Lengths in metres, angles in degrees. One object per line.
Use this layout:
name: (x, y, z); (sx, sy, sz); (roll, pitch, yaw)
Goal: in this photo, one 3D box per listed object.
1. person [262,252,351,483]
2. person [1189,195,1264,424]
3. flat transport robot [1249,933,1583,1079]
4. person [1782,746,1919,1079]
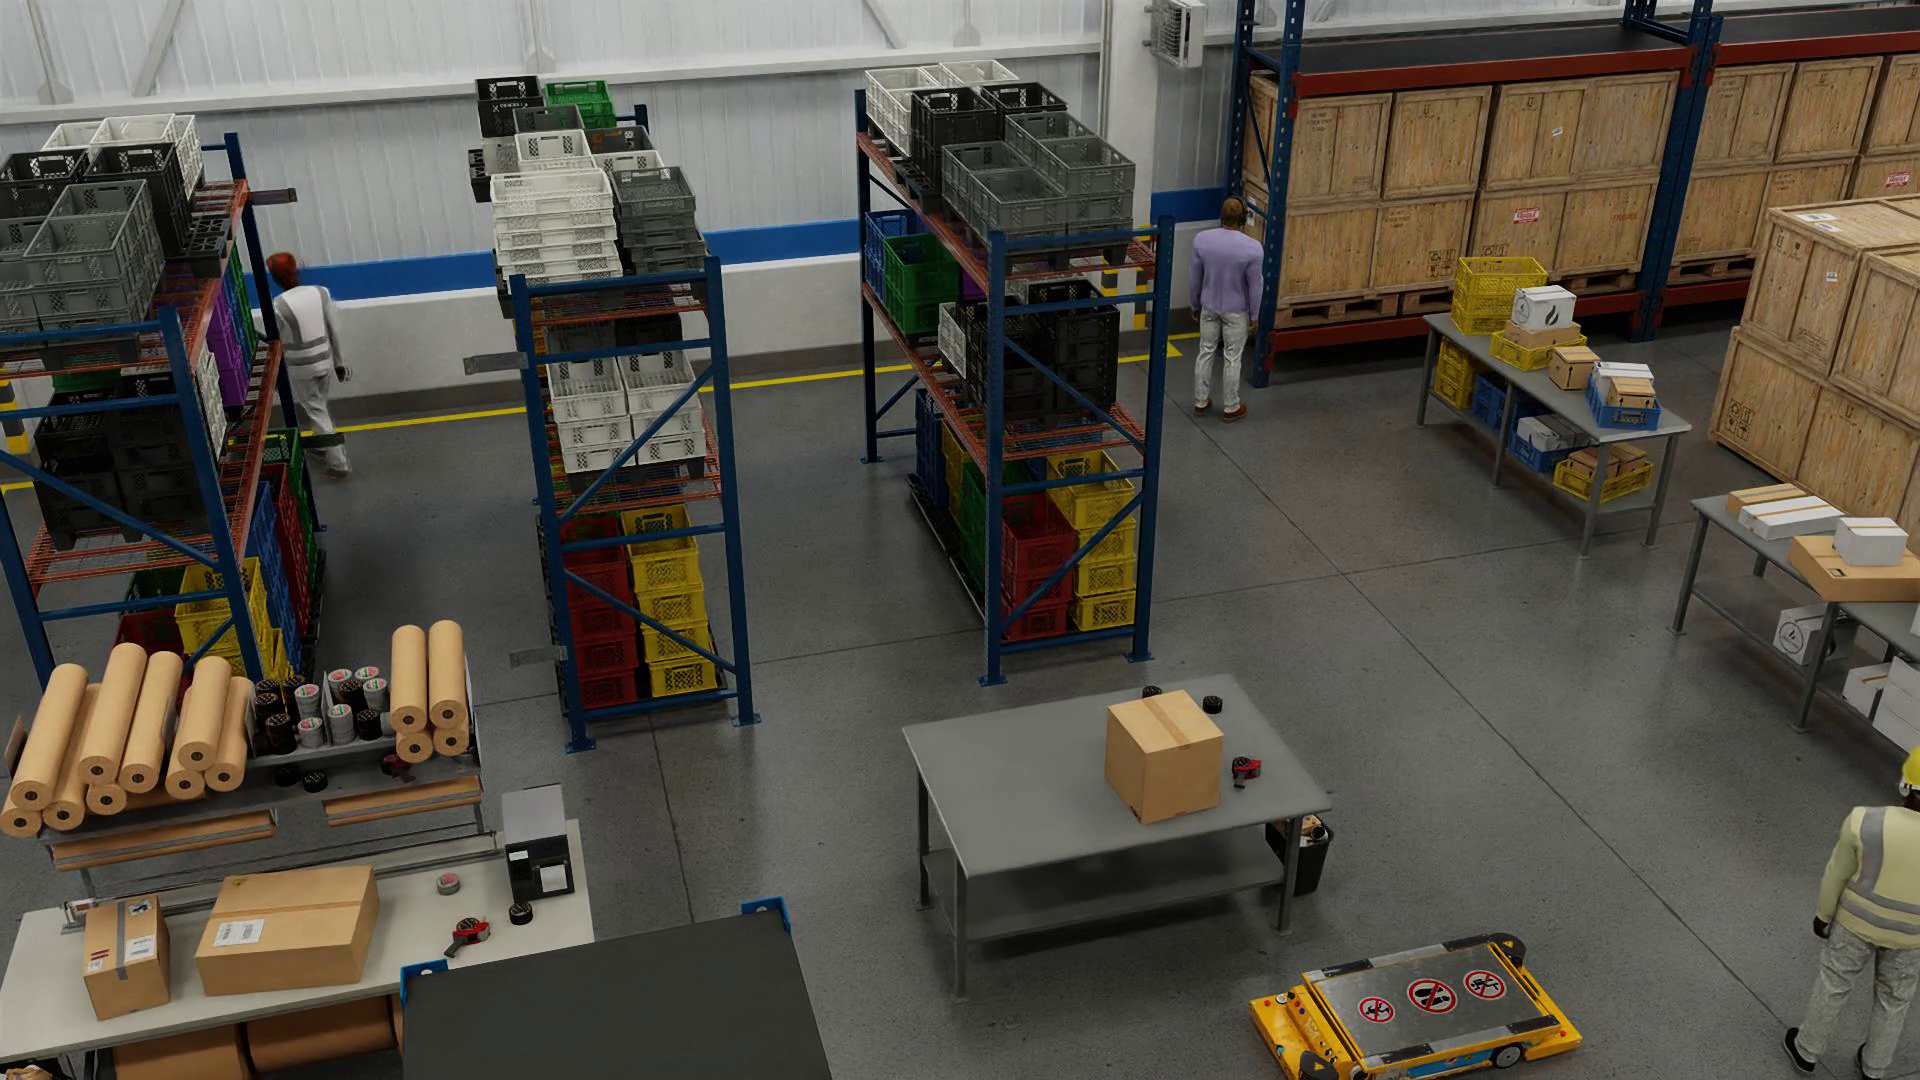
person: (-5.175, -1.366, 12.995); (0.829, 1.849, 0.567); (15, 32, 25)
person: (2.214, -1.928, 13.923); (0.635, 1.937, 0.354); (16, 32, 26)
flat transport robot: (2.184, 2.282, 7.980); (1.431, 0.197, 0.652); (-8, 30, -14)
person: (4.154, 1.689, 7.459); (0.590, 1.823, 0.403); (10, 30, 18)
